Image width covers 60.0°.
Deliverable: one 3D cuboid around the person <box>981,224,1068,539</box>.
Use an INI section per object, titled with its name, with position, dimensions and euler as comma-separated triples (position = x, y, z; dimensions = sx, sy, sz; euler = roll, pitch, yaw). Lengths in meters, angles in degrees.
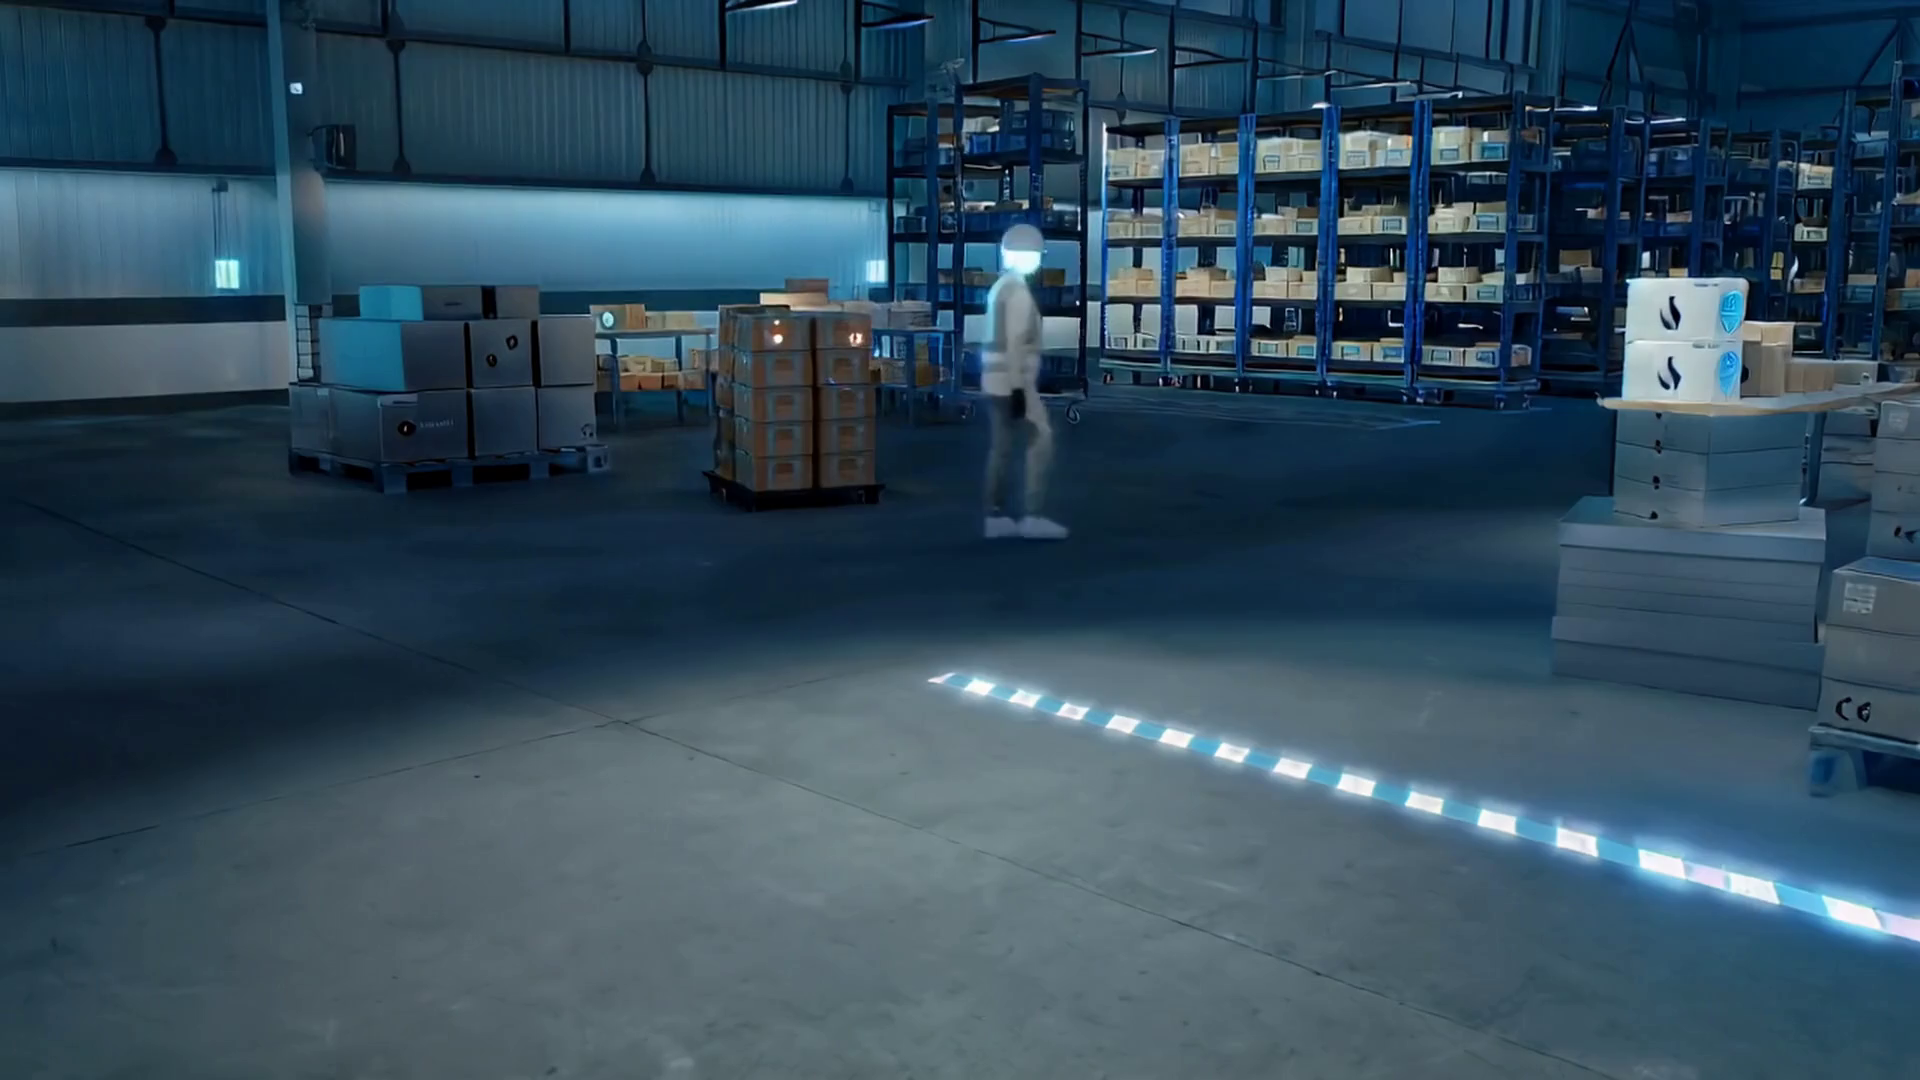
[person]
position = 0.438, -0.959, 10.215
dimensions = 0.655, 1.929, 0.638
euler = -2, 10, -11
